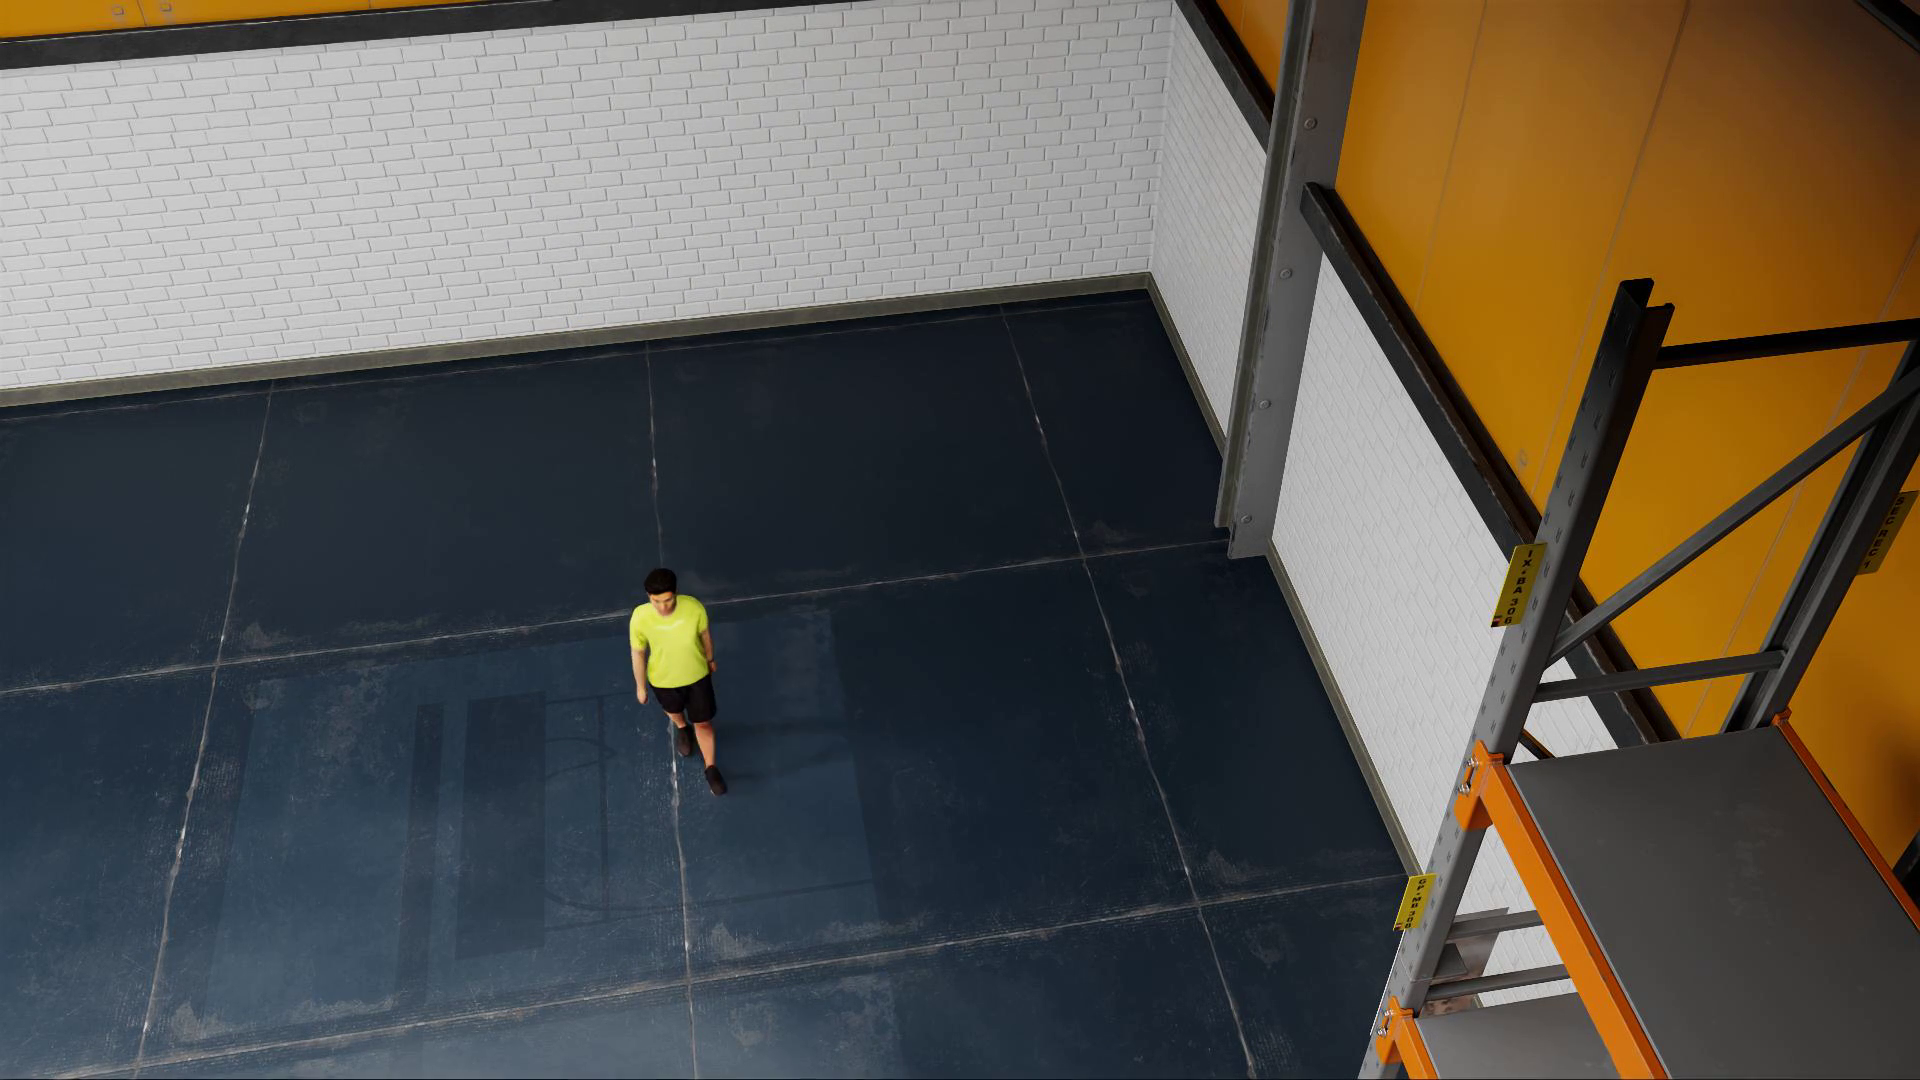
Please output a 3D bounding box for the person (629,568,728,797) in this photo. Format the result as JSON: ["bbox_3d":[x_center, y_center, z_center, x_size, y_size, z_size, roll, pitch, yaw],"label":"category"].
[{"bbox_3d":[-1.733,0.731,10.126,0.701,1.682,0.929,-10,45,-11],"label":"person"}]
